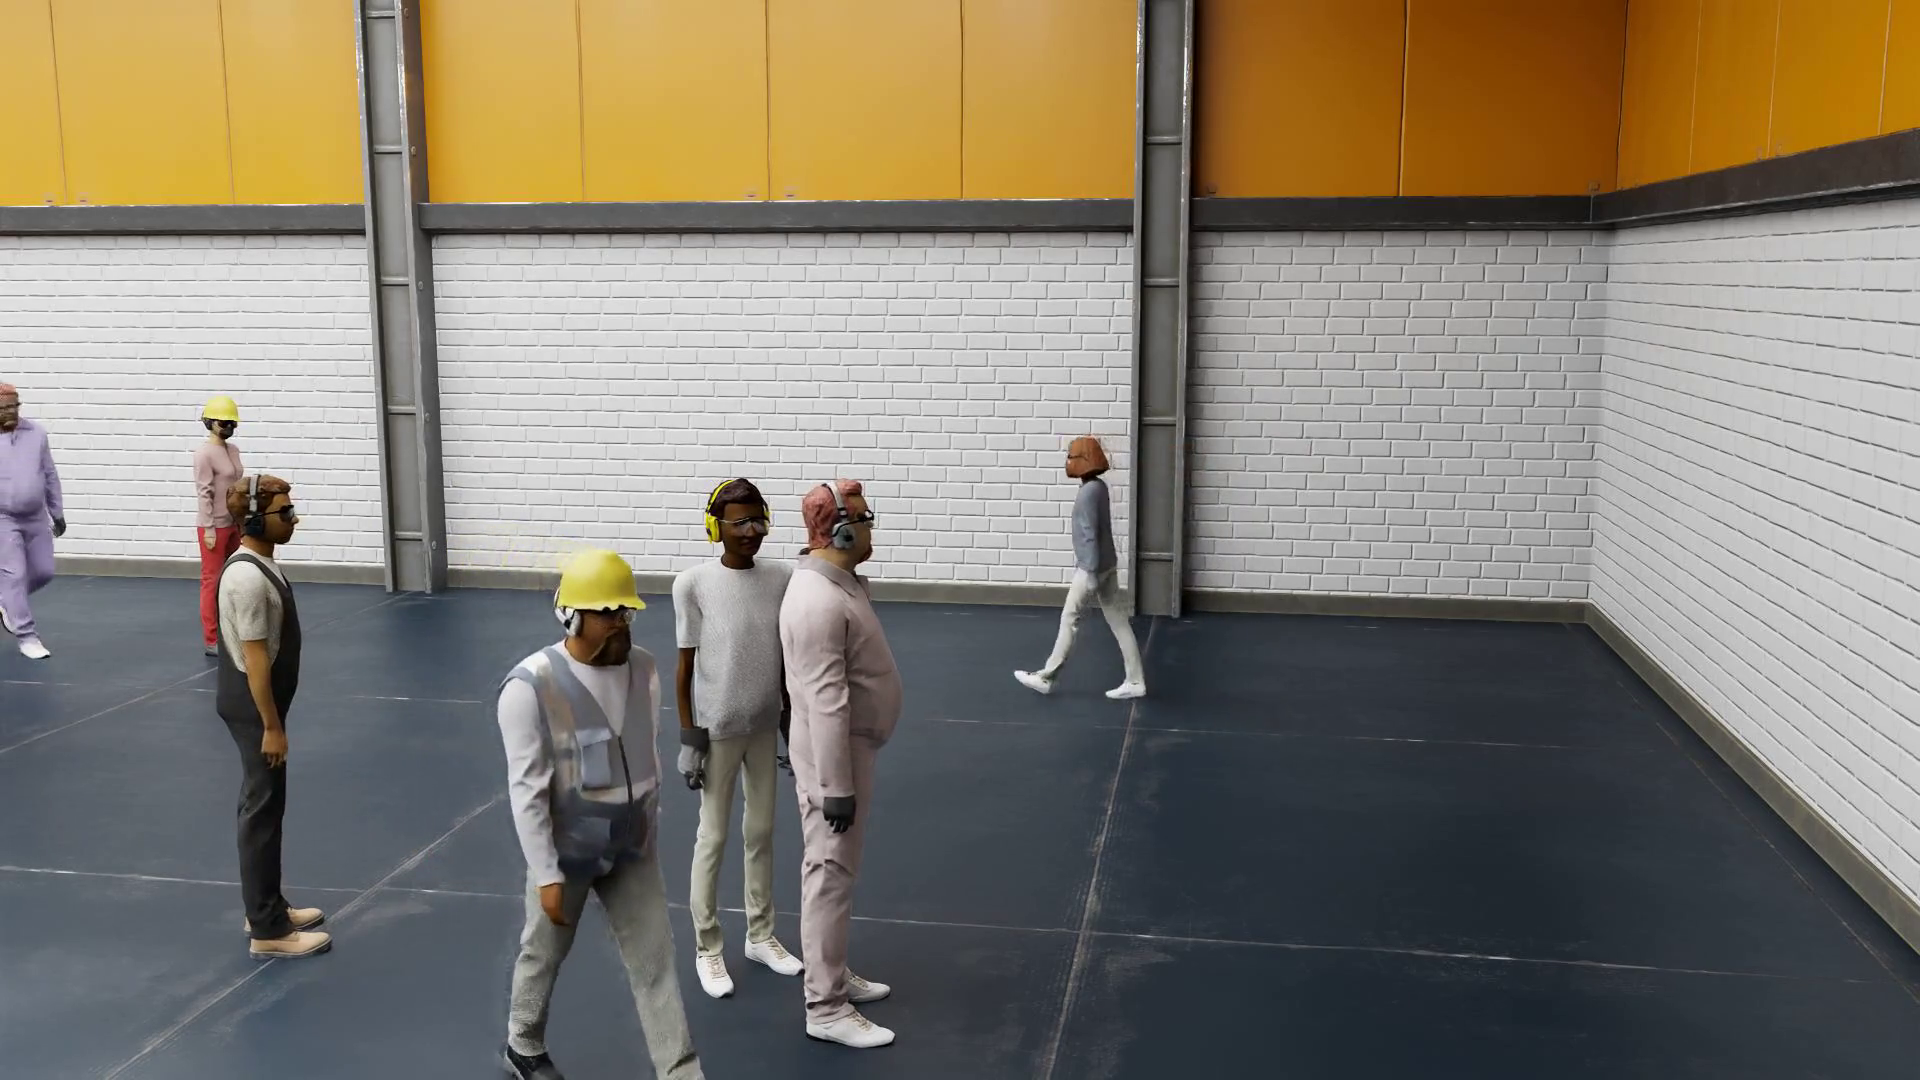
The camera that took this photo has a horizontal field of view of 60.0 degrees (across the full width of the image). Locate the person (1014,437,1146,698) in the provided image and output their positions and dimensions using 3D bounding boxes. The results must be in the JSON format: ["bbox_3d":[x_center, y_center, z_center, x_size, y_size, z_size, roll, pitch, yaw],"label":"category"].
[{"bbox_3d":[0.762,0.177,10.098,0.833,1.591,0.526,3,10,18],"label":"person"}]

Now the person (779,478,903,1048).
[{"bbox_3d":[-0.398,0.742,5.664,0.410,1.913,0.651,-1,9,-4],"label":"person"}]

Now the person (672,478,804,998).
[{"bbox_3d":[-0.792,0.701,6.049,0.507,1.872,0.329,-7,12,-37],"label":"person"}]

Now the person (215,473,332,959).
[{"bbox_3d":[-2.645,0.664,6.356,0.351,1.847,0.507,-4,10,-22],"label":"person"}]

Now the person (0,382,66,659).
[{"bbox_3d":[-6.445,-0.141,11.231,0.672,1.874,0.691,5,10,28],"label":"person"}]

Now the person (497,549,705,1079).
[{"bbox_3d":[-1.115,0.910,5.056,0.946,1.787,0.592,9,13,44],"label":"person"}]

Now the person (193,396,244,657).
[{"bbox_3d":[-4.990,-0.096,11.294,0.329,1.765,0.526,0,9,2],"label":"person"}]
